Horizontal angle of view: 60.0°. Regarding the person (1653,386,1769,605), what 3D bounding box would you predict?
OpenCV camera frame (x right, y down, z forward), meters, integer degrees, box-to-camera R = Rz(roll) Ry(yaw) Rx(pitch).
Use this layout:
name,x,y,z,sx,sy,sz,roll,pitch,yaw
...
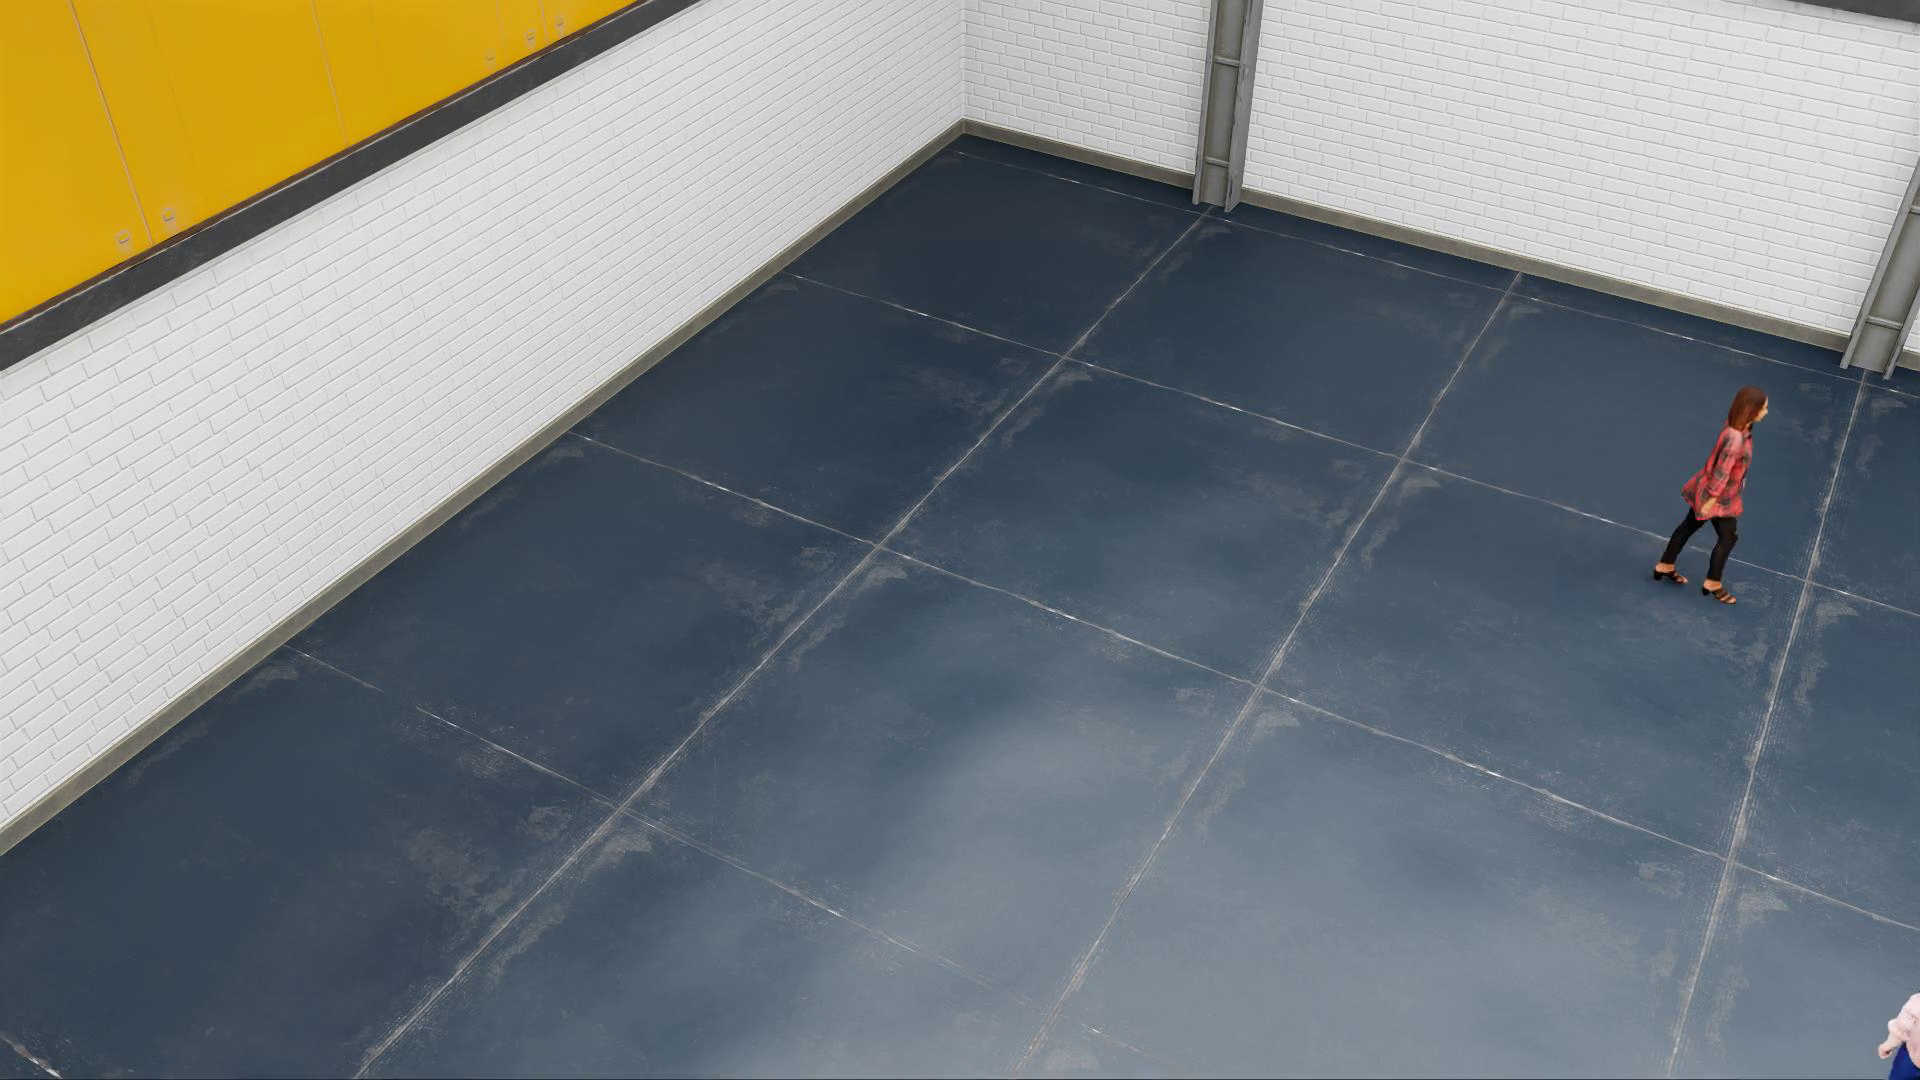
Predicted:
name,x,y,z,sx,sy,sz,roll,pitch,yaw
person,5.105,-0.350,11.420,0.820,1.683,0.681,13,40,16
